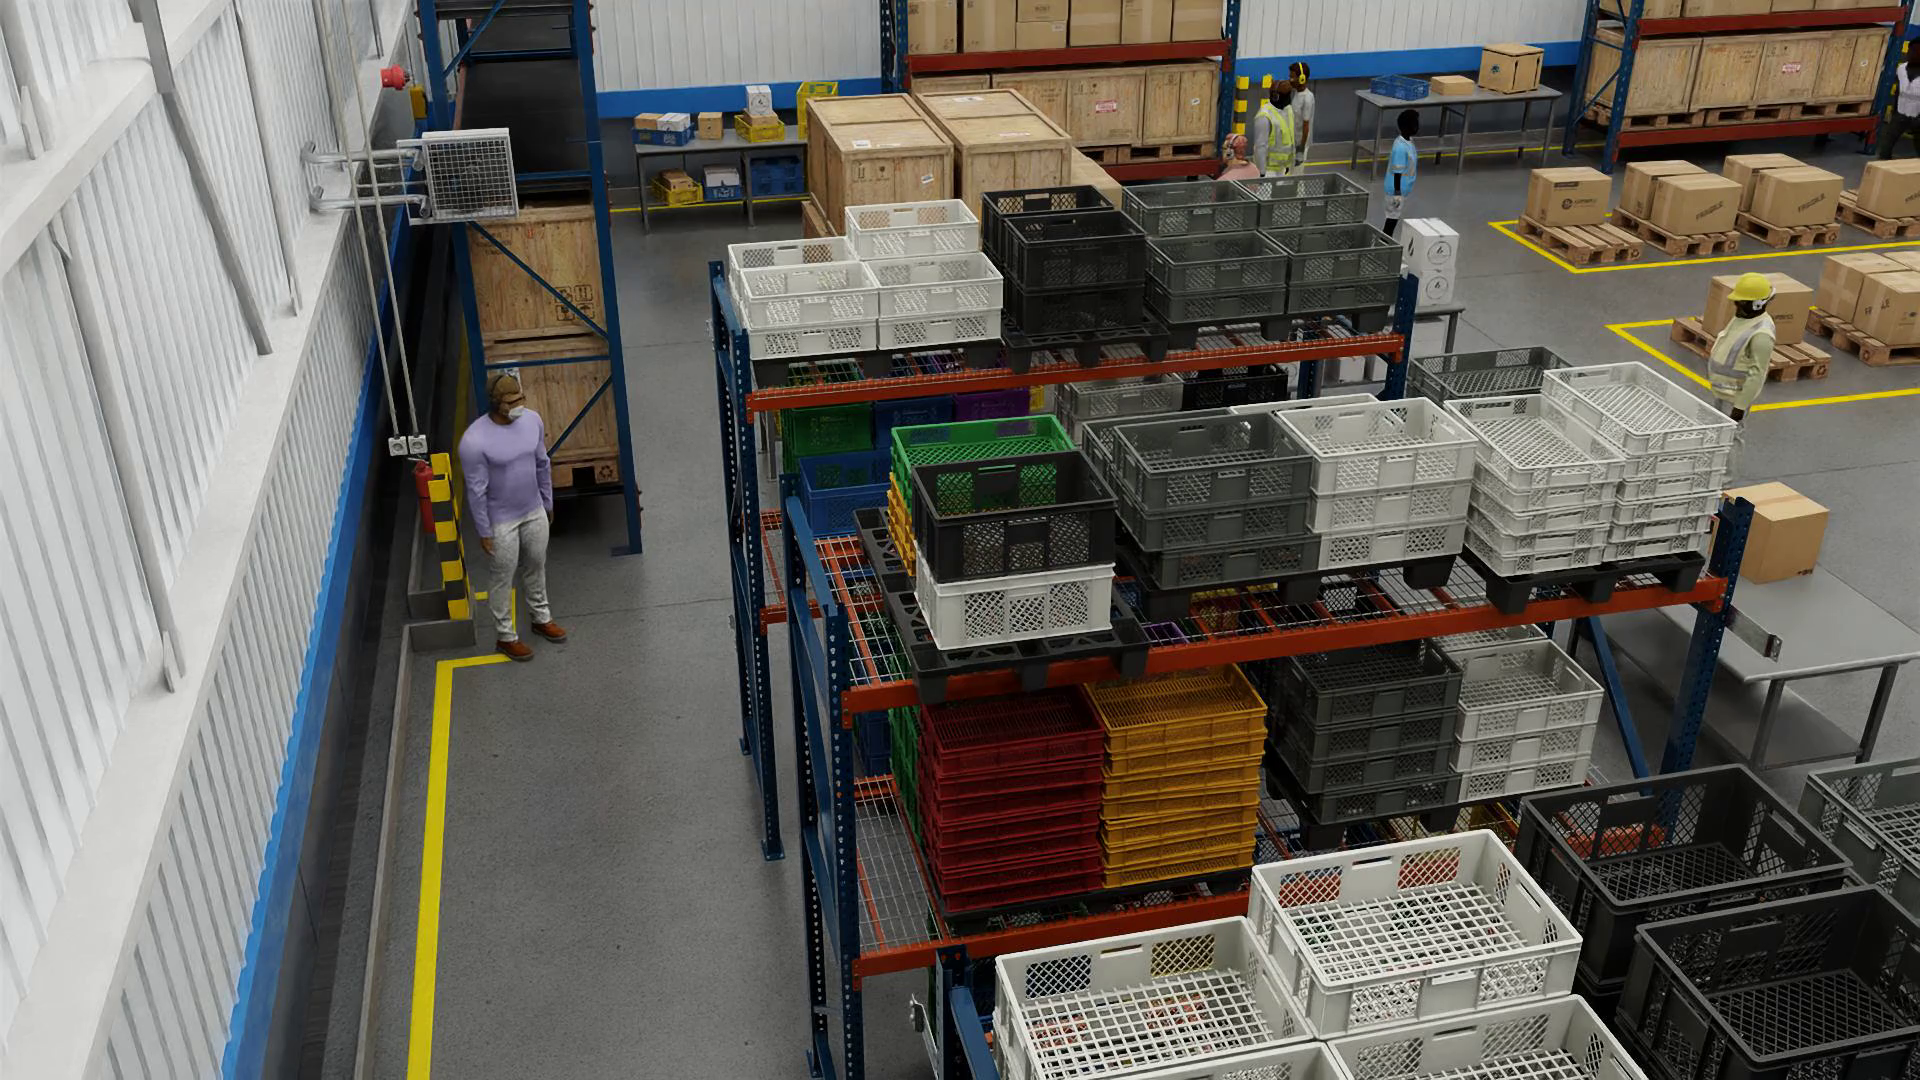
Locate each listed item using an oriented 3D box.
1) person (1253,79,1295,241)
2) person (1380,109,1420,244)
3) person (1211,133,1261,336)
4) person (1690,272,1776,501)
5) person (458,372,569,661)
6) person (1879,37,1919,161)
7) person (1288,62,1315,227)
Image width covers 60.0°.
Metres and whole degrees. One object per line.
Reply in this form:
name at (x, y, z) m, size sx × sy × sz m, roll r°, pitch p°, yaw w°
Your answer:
person at (3.409, -4.093, 18.125) m, size 0.431 × 1.836 × 0.618 m, roll 19°, pitch 33°, yaw 32°
person at (4.615, -3.675, 17.469) m, size 0.316 × 1.695 × 0.542 m, roll 10°, pitch 29°, yaw 18°
person at (2.550, -2.896, 15.770) m, size 0.399 × 1.907 × 0.644 m, roll 19°, pitch 33°, yaw 31°
person at (5.815, -1.138, 12.520) m, size 0.403 × 1.827 × 0.588 m, roll 4°, pitch 28°, yaw 7°
person at (-2.831, -0.165, 10.567) m, size 0.364 × 1.933 × 0.630 m, roll 20°, pitch 34°, yaw 32°
person at (11.570, -5.148, 20.113) m, size 0.922 × 1.860 × 0.615 m, roll -12°, pitch 30°, yaw -22°
person at (3.792, -4.437, 18.755) m, size 0.336 × 1.856 × 0.518 m, roll -3°, pitch 28°, yaw -5°
